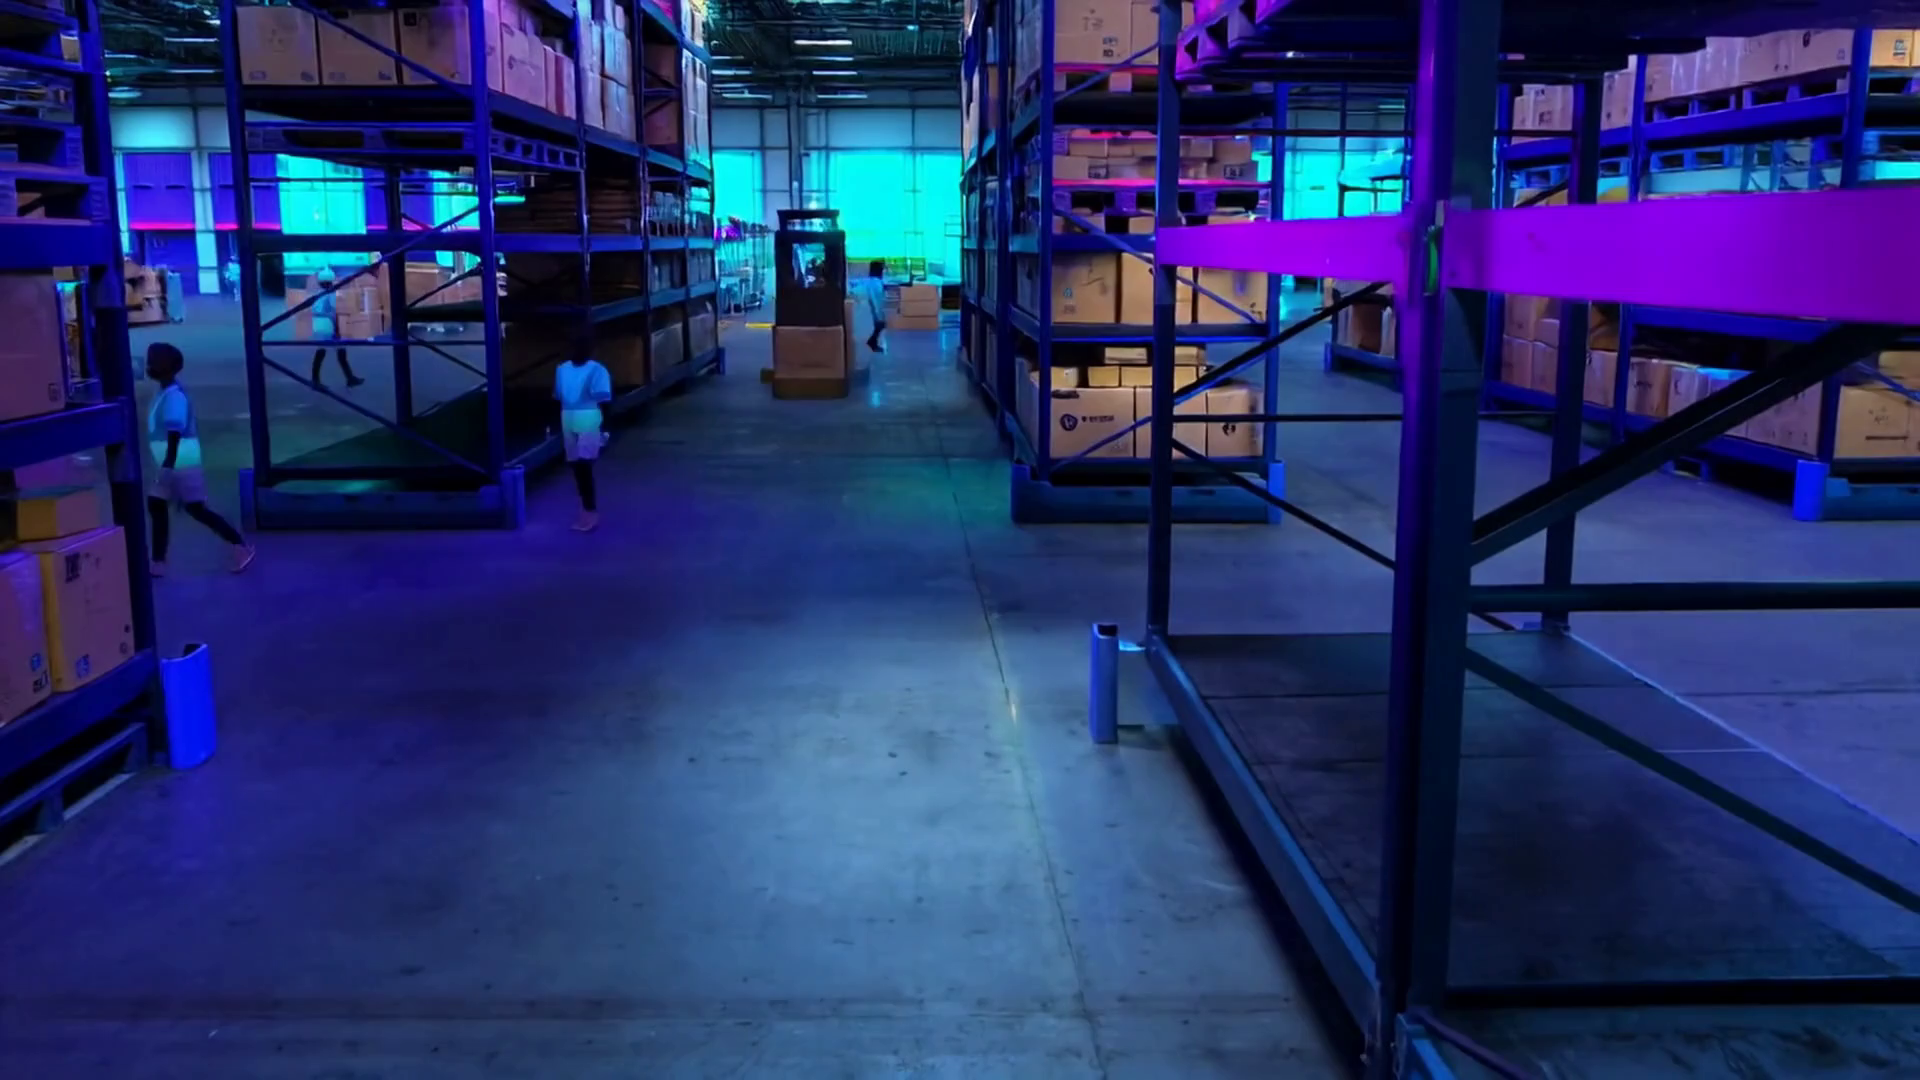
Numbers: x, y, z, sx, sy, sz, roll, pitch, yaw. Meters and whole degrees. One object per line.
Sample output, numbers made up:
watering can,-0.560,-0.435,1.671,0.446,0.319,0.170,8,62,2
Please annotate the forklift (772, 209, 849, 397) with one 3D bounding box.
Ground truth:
forklift,-2.298,-3.635,25.369,1.129,2.768,1.873,0,10,-2

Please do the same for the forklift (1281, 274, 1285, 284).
forklift,12.240,-10.302,62.509,1.129,2.768,1.873,0,10,-2

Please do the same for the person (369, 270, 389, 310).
person,-13.761,-5.576,39.553,0.881,1.647,0.546,0,10,-3

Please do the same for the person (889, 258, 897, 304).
person,-2.518,-9.819,63.008,0.307,1.738,0.485,0,10,-1

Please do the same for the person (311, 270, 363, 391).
person,-9.944,-3.314,26.324,0.562,1.885,0.973,5,11,25

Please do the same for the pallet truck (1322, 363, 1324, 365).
pallet truck,7.712,-4.157,30.737,1.885,1.965,0.823,3,11,16

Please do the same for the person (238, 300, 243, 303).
person,-27.407,-10.039,63.796,0.828,1.888,0.635,1,10,5

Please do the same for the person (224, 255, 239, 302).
person,-28.477,-10.221,65.057,0.454,1.807,0.698,4,11,22

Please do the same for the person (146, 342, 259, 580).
person,-5.370,-0.551,11.564,0.801,1.667,0.528,-7,12,-34

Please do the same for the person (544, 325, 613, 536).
person,-3.097,-0.874,13.320,0.548,1.679,0.572,6,12,30

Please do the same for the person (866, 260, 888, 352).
person,-1.773,-4.951,35.291,0.425,1.945,0.628,3,11,18

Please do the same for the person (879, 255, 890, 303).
person,-2.847,-10.026,63.937,0.801,1.811,0.540,-8,13,-38
